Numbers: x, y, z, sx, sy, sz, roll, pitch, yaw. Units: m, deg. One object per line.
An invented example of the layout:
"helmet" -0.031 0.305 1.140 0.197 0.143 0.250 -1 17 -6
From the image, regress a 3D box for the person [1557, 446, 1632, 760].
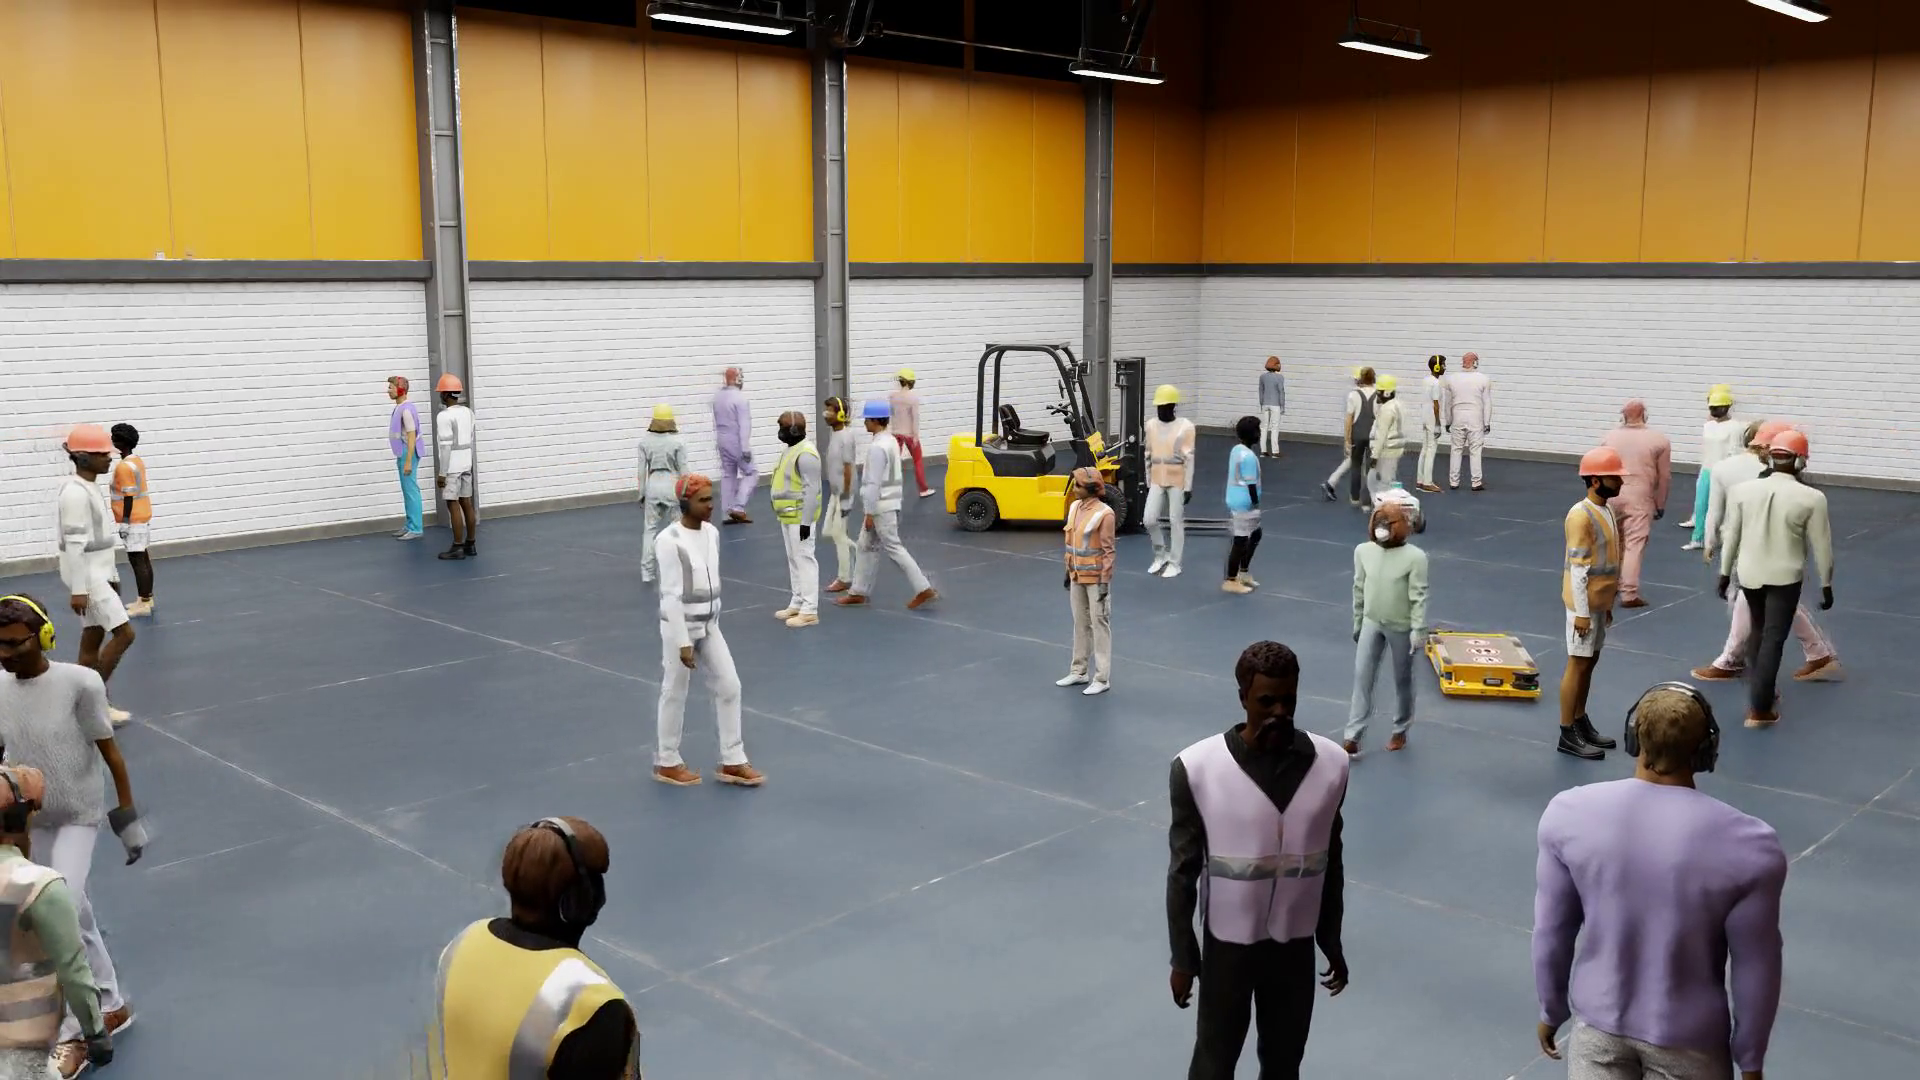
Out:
"person" 3.955 0.382 10.385 0.352 1.942 0.545 7 11 35

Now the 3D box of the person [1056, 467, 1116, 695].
"person" 0.921 0.284 11.915 0.311 1.639 0.512 -6 11 -31

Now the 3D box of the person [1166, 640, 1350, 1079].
"person" 0.920 1.244 5.168 0.596 1.918 0.382 -3 10 -16

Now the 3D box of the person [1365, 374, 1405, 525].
"person" 4.914 -1.016 19.363 0.570 1.812 0.604 3 10 18

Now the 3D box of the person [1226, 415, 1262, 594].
"person" 2.700 -0.323 15.488 0.487 1.677 0.559 0 9 -3

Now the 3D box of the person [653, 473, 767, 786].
"person" -1.466 0.549 9.630 0.808 1.854 0.584 5 11 29

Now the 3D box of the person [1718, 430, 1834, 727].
"person" 5.527 0.241 11.187 0.873 1.950 0.688 -8 12 -39

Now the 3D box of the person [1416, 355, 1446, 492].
"person" 6.447 -1.591 22.704 0.310 1.868 0.532 -1 9 -4

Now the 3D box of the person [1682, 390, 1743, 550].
"person" 8.244 -0.754 17.979 0.771 1.738 0.524 -5 10 -26

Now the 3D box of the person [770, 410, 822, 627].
"person" -1.399 -0.186 14.183 0.429 1.839 0.633 -3 10 -20

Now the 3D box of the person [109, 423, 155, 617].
"person" -7.251 -0.176 14.558 0.317 1.696 0.537 -3 10 -17

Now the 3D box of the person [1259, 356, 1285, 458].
"person" 5.034 -2.144 26.805 0.286 1.636 0.497 -8 12 -40

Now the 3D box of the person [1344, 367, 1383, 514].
"person" 5.107 -1.270 20.912 0.546 1.804 0.898 2 9 10

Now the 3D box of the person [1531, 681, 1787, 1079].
"person" 1.878 1.337 4.541 0.630 1.938 0.369 7 11 35

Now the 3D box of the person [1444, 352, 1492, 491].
"person" 6.969 -1.622 22.802 0.639 1.902 0.407 6 11 31

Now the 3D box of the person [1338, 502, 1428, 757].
"person" 2.606 0.569 10.269 0.520 1.593 0.816 7 12 37

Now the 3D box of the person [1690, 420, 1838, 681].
"person" 5.980 0.089 12.177 1.016 1.952 0.636 2 9 9

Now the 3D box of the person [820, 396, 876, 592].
"person" -1.066 -0.427 15.637 0.493 1.857 0.522 -4 10 -22

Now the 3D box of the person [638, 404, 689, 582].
"person" -2.874 -0.444 16.149 0.497 1.726 0.392 1 9 8

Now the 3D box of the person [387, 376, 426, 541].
"person" -6.198 -0.918 18.647 0.395 1.847 0.564 -4 10 -25

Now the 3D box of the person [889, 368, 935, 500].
"person" -0.661 -1.383 21.856 0.527 1.737 0.817 6 11 33

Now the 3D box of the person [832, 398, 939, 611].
"person" -0.638 -0.314 14.761 0.969 1.912 0.617 1 9 6

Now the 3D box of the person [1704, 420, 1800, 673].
"person" 6.073 0.028 12.713 0.652 1.884 1.010 7 12 37

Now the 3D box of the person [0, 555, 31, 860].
"person" -4.413 0.862 7.528 0.738 1.909 0.548 -1 9 -6

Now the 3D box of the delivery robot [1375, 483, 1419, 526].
"delivery robot" 5.061 -0.423 19.275 0.477 0.478 0.707 0 9 -2

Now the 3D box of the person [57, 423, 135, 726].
"person" -5.657 0.246 10.948 0.478 2.026 0.646 -3 10 -20

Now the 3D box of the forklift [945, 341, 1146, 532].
"forklift" 0.977 -1.223 19.452 2.313 2.155 1.214 2 9 11

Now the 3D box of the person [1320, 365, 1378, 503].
"person" 5.137 -1.365 21.505 0.815 1.809 0.588 -2 9 -11

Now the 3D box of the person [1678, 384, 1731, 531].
"person" 8.696 -0.946 19.182 0.731 1.721 0.551 0 9 -1

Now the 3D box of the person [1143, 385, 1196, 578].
"person" 2.043 -0.571 16.324 0.600 1.910 0.431 7 11 36

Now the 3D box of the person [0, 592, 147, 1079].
"person" -3.440 1.106 6.250 0.550 1.836 0.742 1 9 9

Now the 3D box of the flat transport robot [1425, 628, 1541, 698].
"flat transport robot" 3.856 0.898 12.331 0.652 0.197 1.431 2 9 10

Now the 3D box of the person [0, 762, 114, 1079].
"person" -2.820 1.453 4.901 0.517 1.590 0.916 5 10 26

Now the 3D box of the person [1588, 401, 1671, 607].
"person" 6.104 -0.340 15.193 0.674 1.832 0.891 7 12 37

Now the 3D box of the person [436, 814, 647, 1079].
"person" -1.019 1.529 3.756 0.636 1.816 0.811 8 12 41

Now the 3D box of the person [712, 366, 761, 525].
"person" -2.644 -1.113 19.700 0.465 1.887 0.684 -8 12 -40

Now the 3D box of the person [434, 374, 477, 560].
"person" -5.301 -0.761 17.405 0.356 1.937 0.552 3 10 16
